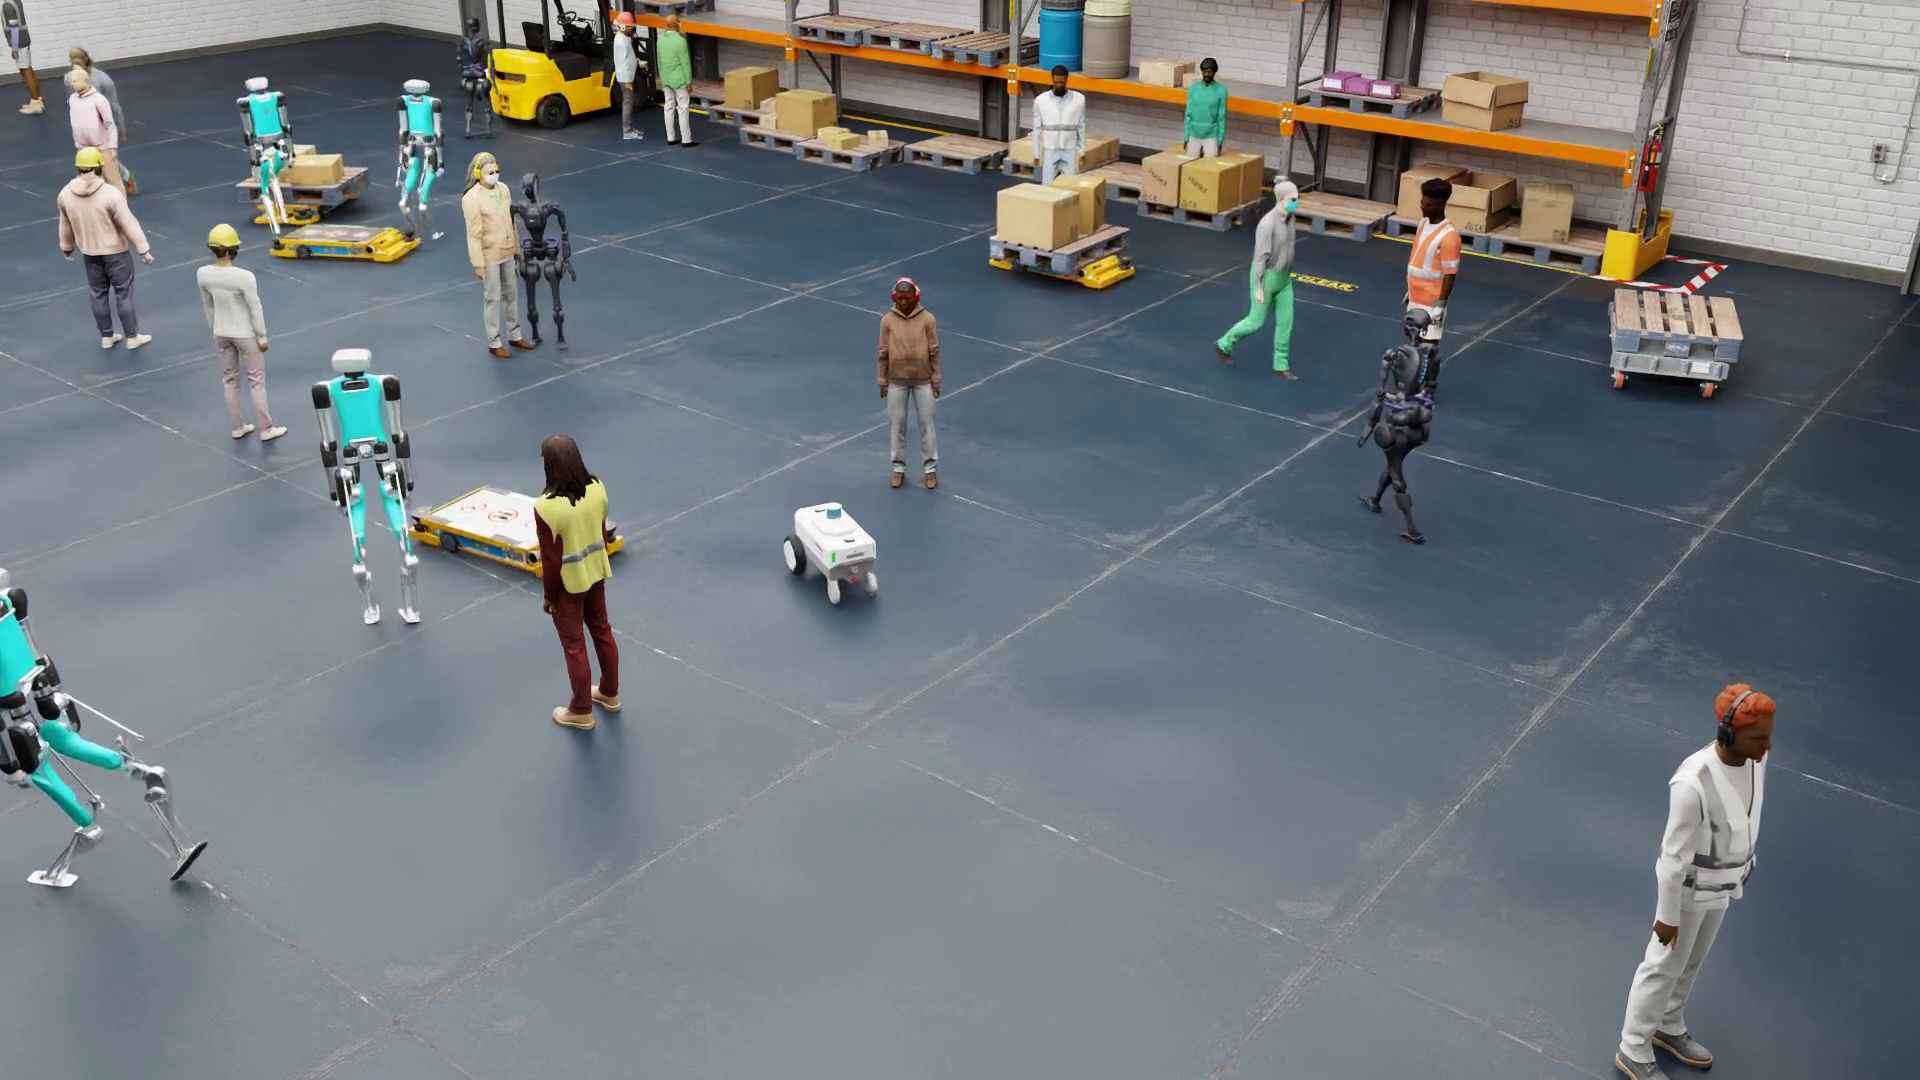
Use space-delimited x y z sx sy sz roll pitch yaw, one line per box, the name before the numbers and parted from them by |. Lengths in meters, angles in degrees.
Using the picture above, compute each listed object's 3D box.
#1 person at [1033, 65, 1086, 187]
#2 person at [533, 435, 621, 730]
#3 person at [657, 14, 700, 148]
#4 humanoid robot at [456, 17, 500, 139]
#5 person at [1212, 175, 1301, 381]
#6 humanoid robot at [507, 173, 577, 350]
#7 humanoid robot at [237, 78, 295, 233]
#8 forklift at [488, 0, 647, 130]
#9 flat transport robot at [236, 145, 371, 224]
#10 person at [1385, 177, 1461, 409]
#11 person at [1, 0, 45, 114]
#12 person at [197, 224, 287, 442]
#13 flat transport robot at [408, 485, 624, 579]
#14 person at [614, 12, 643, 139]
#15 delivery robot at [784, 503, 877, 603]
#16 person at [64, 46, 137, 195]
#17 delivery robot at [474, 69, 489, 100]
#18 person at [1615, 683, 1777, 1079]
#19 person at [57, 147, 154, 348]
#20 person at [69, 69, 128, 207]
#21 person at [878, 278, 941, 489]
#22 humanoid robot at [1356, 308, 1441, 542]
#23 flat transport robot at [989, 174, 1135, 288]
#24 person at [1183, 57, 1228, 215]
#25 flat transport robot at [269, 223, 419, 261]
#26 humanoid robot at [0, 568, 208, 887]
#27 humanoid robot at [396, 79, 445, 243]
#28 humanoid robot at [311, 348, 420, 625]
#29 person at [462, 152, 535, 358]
person | 1.122 -4.412 18.829 0.600 1.904 0.394 -2 26 -3
person | -2.149 0.240 9.349 0.378 1.768 0.470 16 30 30
person | -3.901 -6.316 22.910 0.542 1.783 0.384 15 30 29
humanoid robot | -6.809 -6.480 23.370 0.591 1.641 0.393 4 26 9
person | 2.676 -2.318 14.598 0.777 1.821 0.539 23 34 40
humanoid robot | -3.835 -2.554 15.249 0.616 1.648 0.326 -2 26 -4
humanoid robot | -7.939 -4.383 19.008 0.560 1.831 0.745 -21 33 -36
forklift | -5.874 -7.334 24.552 1.214 2.155 2.313 19 32 34
flat transport robot | -7.820 -4.042 19.941 0.659 0.231 1.431 2 26 4
person | 3.883 -2.042 13.850 0.361 1.963 0.613 -5 26 -9
person | -14.150 -7.449 24.961 0.368 2.044 0.606 -8 27 -16
person | -5.747 -1.645 13.265 0.516 1.758 0.335 7 27 13
flat transport robot | -3.132 -0.059 11.692 1.431 0.231 0.659 14 29 27
person | -4.675 -6.539 23.420 0.344 1.740 0.572 -5 26 -10
delivery robot | -0.847 0.042 11.176 0.499 0.614 0.815 -12 28 -24
person | -10.314 -5.007 20.058 0.638 1.914 0.799 7 27 13
delivery robot | -7.336 -7.248 26.243 0.499 0.587 0.787 2 26 3
person | 3.019 1.417 6.779 0.585 1.882 0.343 -20 32 -35
person | -7.850 -2.656 15.249 0.819 1.856 0.427 1 26 2
person | -9.960 -4.531 19.212 0.535 1.783 0.398 5 26 10
person | -0.378 -1.178 12.428 0.473 1.642 0.334 0 26 0
humanoid robot | 3.100 -0.845 11.758 0.599 1.629 0.786 -14 29 -26
flat transport robot | 1.073 -2.952 17.684 1.431 0.231 0.659 18 31 33
person | 2.887 -4.750 19.603 0.503 1.843 0.395 10 28 21
flat transport robot | -6.797 -3.278 18.359 1.431 0.231 0.659 4 26 8
humanoid robot | -4.146 0.959 7.959 1.041 1.759 0.551 2 26 4
humanoid robot | -6.055 -4.148 18.499 0.556 1.783 0.826 4 26 9
humanoid robot | -3.687 -0.269 10.435 0.530 1.751 0.782 -9 27 -17
person | -4.228 -2.588 15.100 0.416 1.867 0.566 14 29 26
